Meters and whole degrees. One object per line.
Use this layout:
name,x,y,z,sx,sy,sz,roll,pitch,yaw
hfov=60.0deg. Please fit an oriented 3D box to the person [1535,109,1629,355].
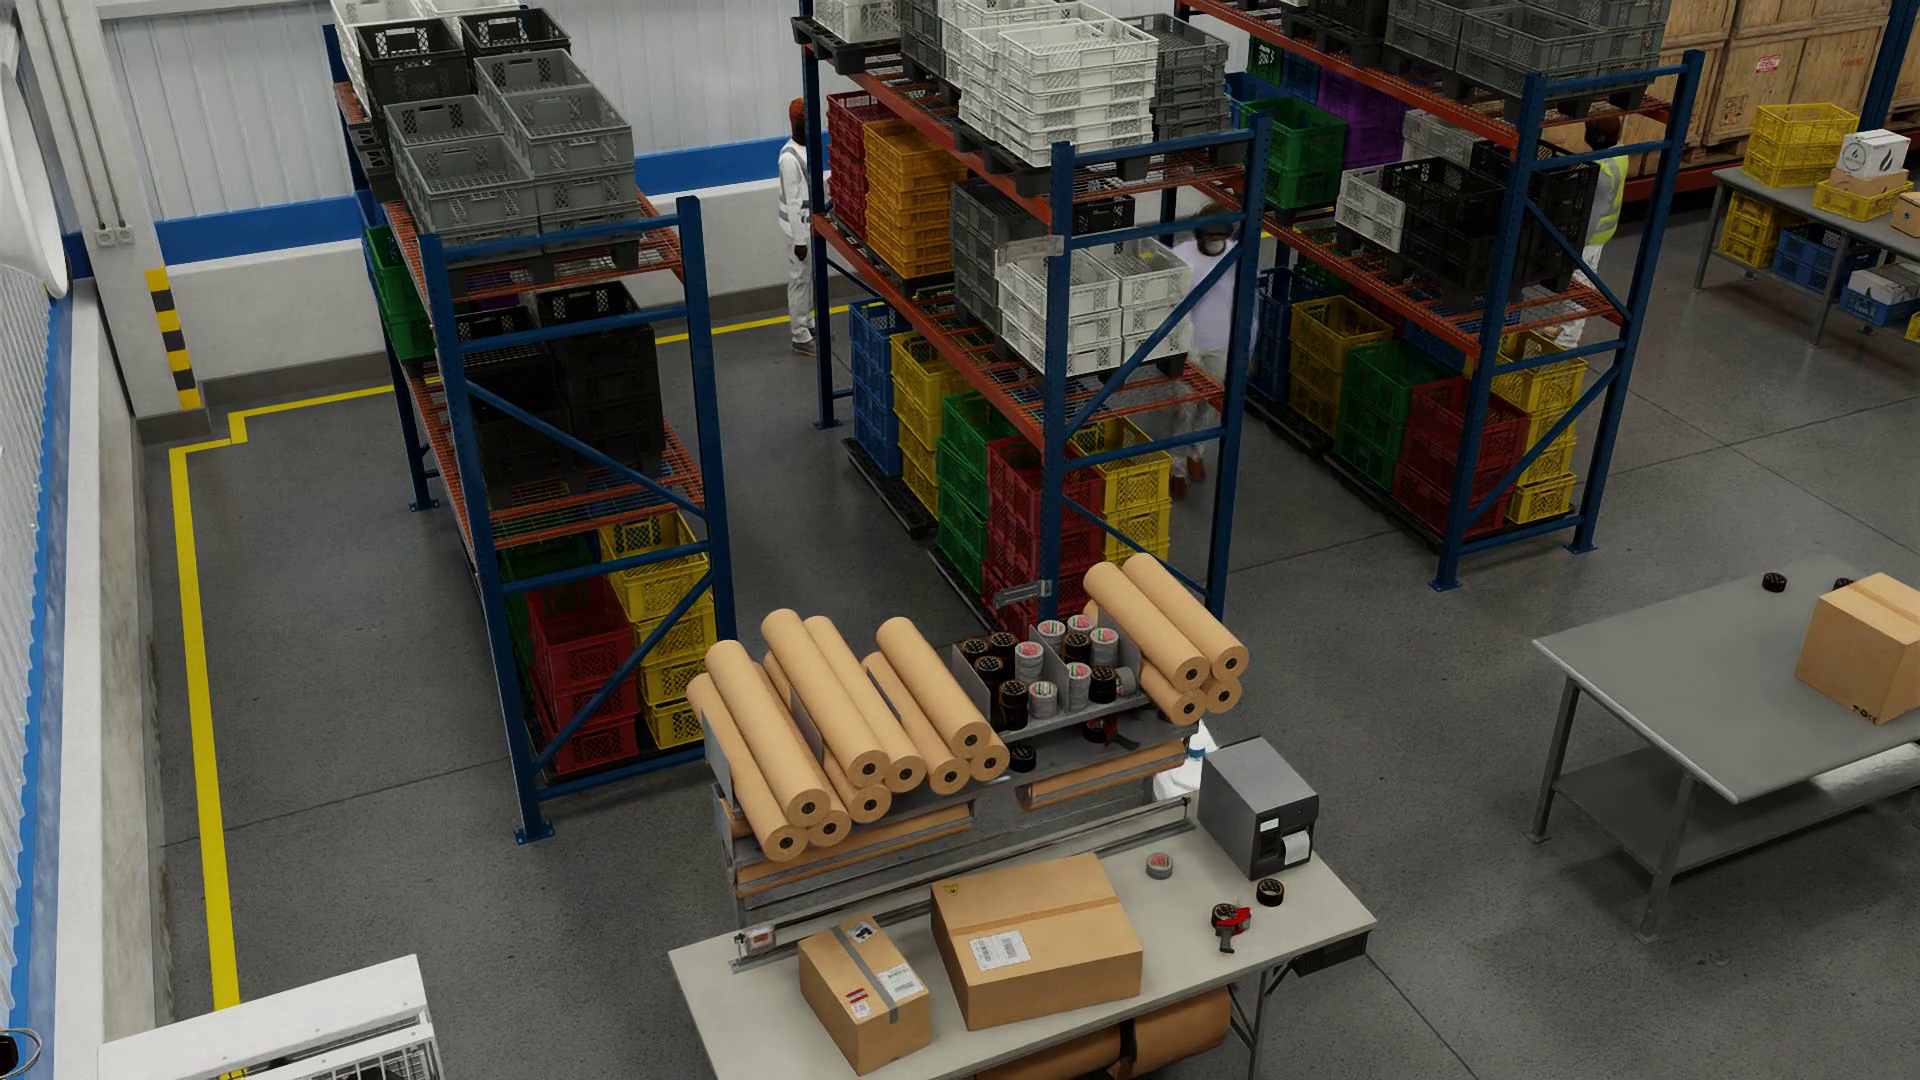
person,4.519,-2.217,12.064,0.429,1.837,0.621,16,35,24

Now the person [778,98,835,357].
person,-1.127,-2.277,12.113,0.356,1.887,0.572,3,32,5

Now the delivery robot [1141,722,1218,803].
delivery robot,1.076,1.132,7.751,0.477,0.478,0.707,-6,32,-10

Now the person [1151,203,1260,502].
person,1.513,-1.157,10.262,0.641,1.911,0.725,-4,32,-6
